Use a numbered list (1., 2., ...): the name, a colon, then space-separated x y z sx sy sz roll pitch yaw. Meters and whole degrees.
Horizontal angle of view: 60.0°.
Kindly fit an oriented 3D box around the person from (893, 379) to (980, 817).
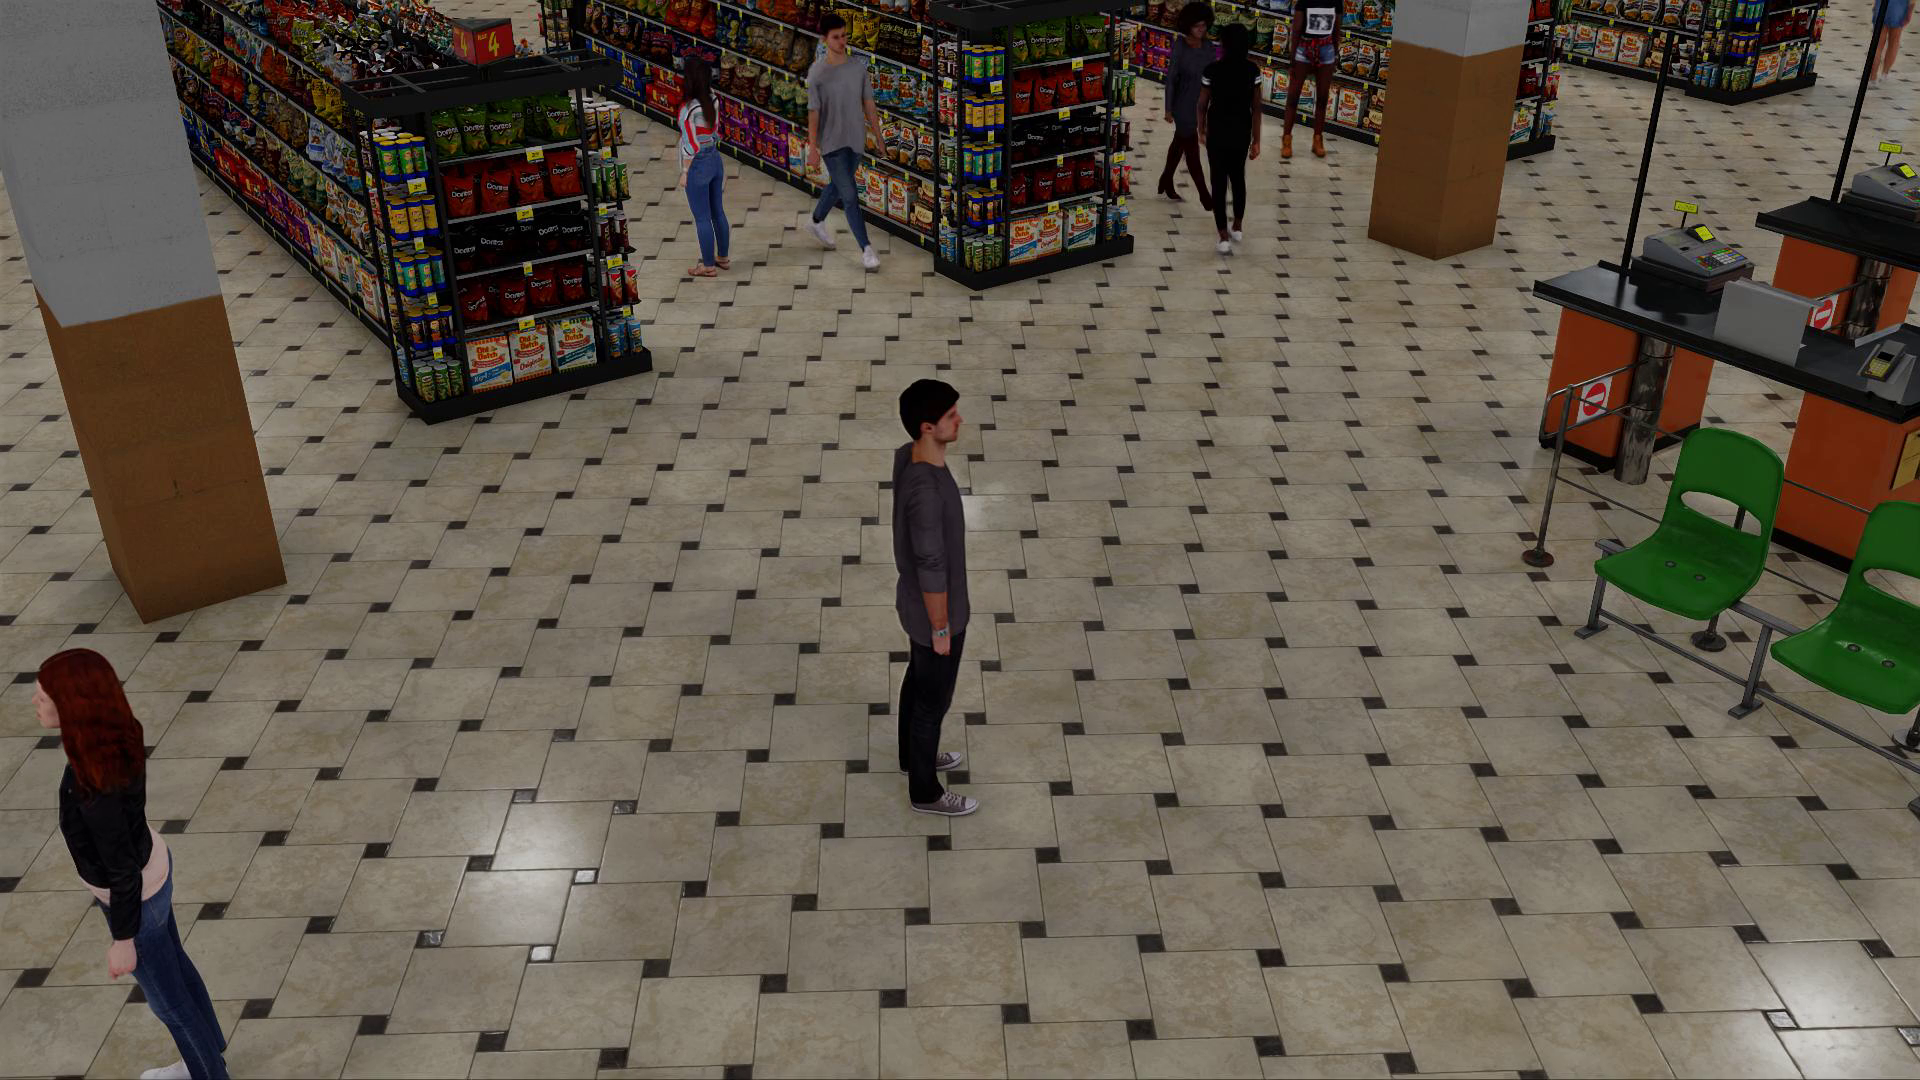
1. person: -0.122 0.226 6.591 0.809 1.852 0.644 -5 29 -8

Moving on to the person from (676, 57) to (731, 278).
1. person: -1.896 -2.760 12.307 0.668 1.614 0.664 14 31 23

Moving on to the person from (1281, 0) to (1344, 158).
1. person: 3.208 -4.353 15.112 0.710 1.722 0.751 0 29 -1

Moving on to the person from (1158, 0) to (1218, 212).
1. person: 1.830 -3.584 13.761 0.599 1.668 1.066 -20 34 -32

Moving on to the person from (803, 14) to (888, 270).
1. person: -0.946 -2.995 12.499 0.825 1.844 1.201 -25 37 -37

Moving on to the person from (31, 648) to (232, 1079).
1. person: -2.506 1.096 5.066 0.676 1.786 0.540 -11 31 -20

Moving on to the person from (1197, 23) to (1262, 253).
1. person: 2.055 -3.042 12.716 0.874 1.719 0.996 0 29 0

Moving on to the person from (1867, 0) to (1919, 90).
1. person: 9.741 -5.552 17.426 0.797 1.610 0.840 18 33 29
